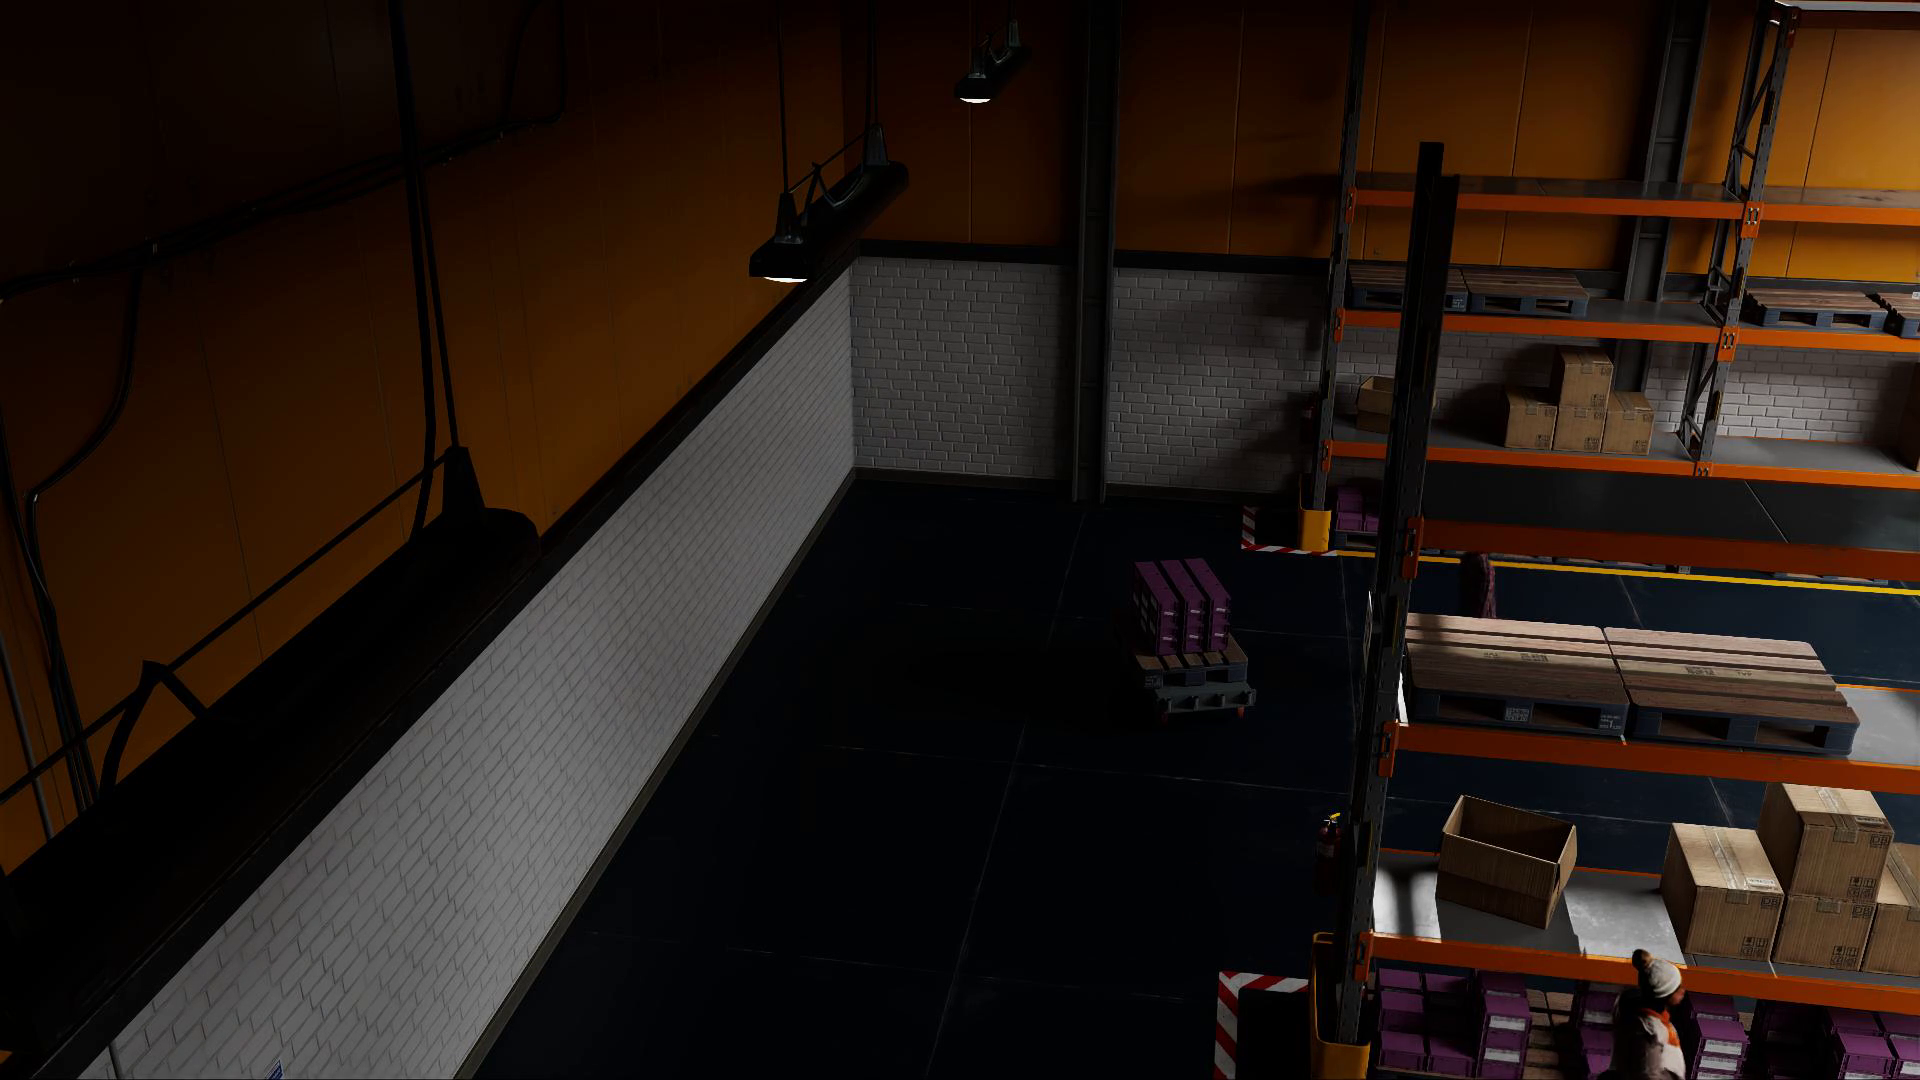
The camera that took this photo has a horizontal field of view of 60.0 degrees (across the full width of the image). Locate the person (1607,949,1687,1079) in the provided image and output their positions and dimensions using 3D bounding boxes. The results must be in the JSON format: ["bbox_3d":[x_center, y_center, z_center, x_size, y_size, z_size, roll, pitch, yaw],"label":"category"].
[{"bbox_3d":[3.864,3.162,9.602,0.648,1.898,0.677,4,24,9],"label":"person"}]
